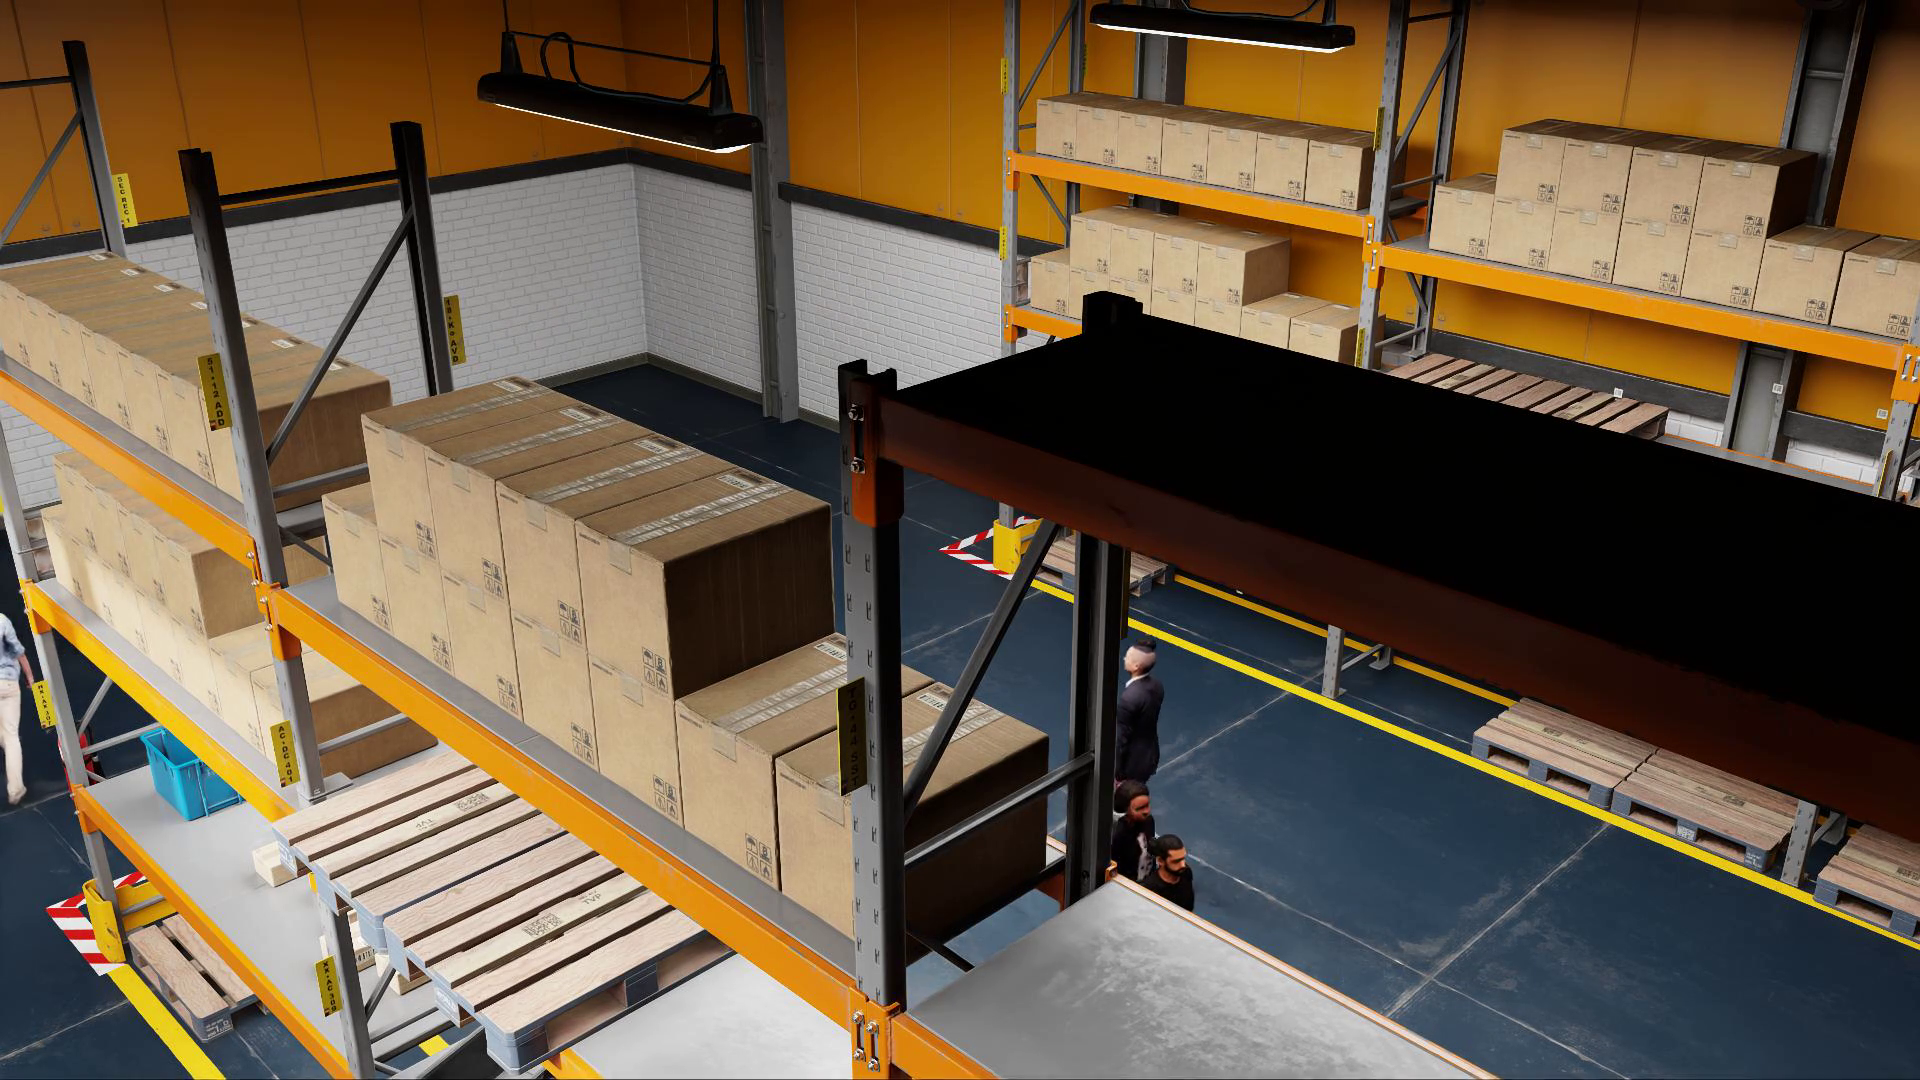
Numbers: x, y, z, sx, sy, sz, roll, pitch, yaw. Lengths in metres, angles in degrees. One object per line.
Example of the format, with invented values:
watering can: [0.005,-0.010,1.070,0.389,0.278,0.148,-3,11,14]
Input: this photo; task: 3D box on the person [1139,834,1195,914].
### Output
person: [1.227,2.530,10.070,0.571,1.758,0.641,19,30,37]

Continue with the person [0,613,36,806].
person: [-7.577,1.211,13.036,1.009,1.798,1.301,-9,25,-19]

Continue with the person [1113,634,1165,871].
person: [1.342,1.586,12.006,0.961,1.936,0.817,14,27,29]

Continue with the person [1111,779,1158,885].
person: [1.045,2.256,10.818,0.607,1.660,0.838,-19,30,-37]
